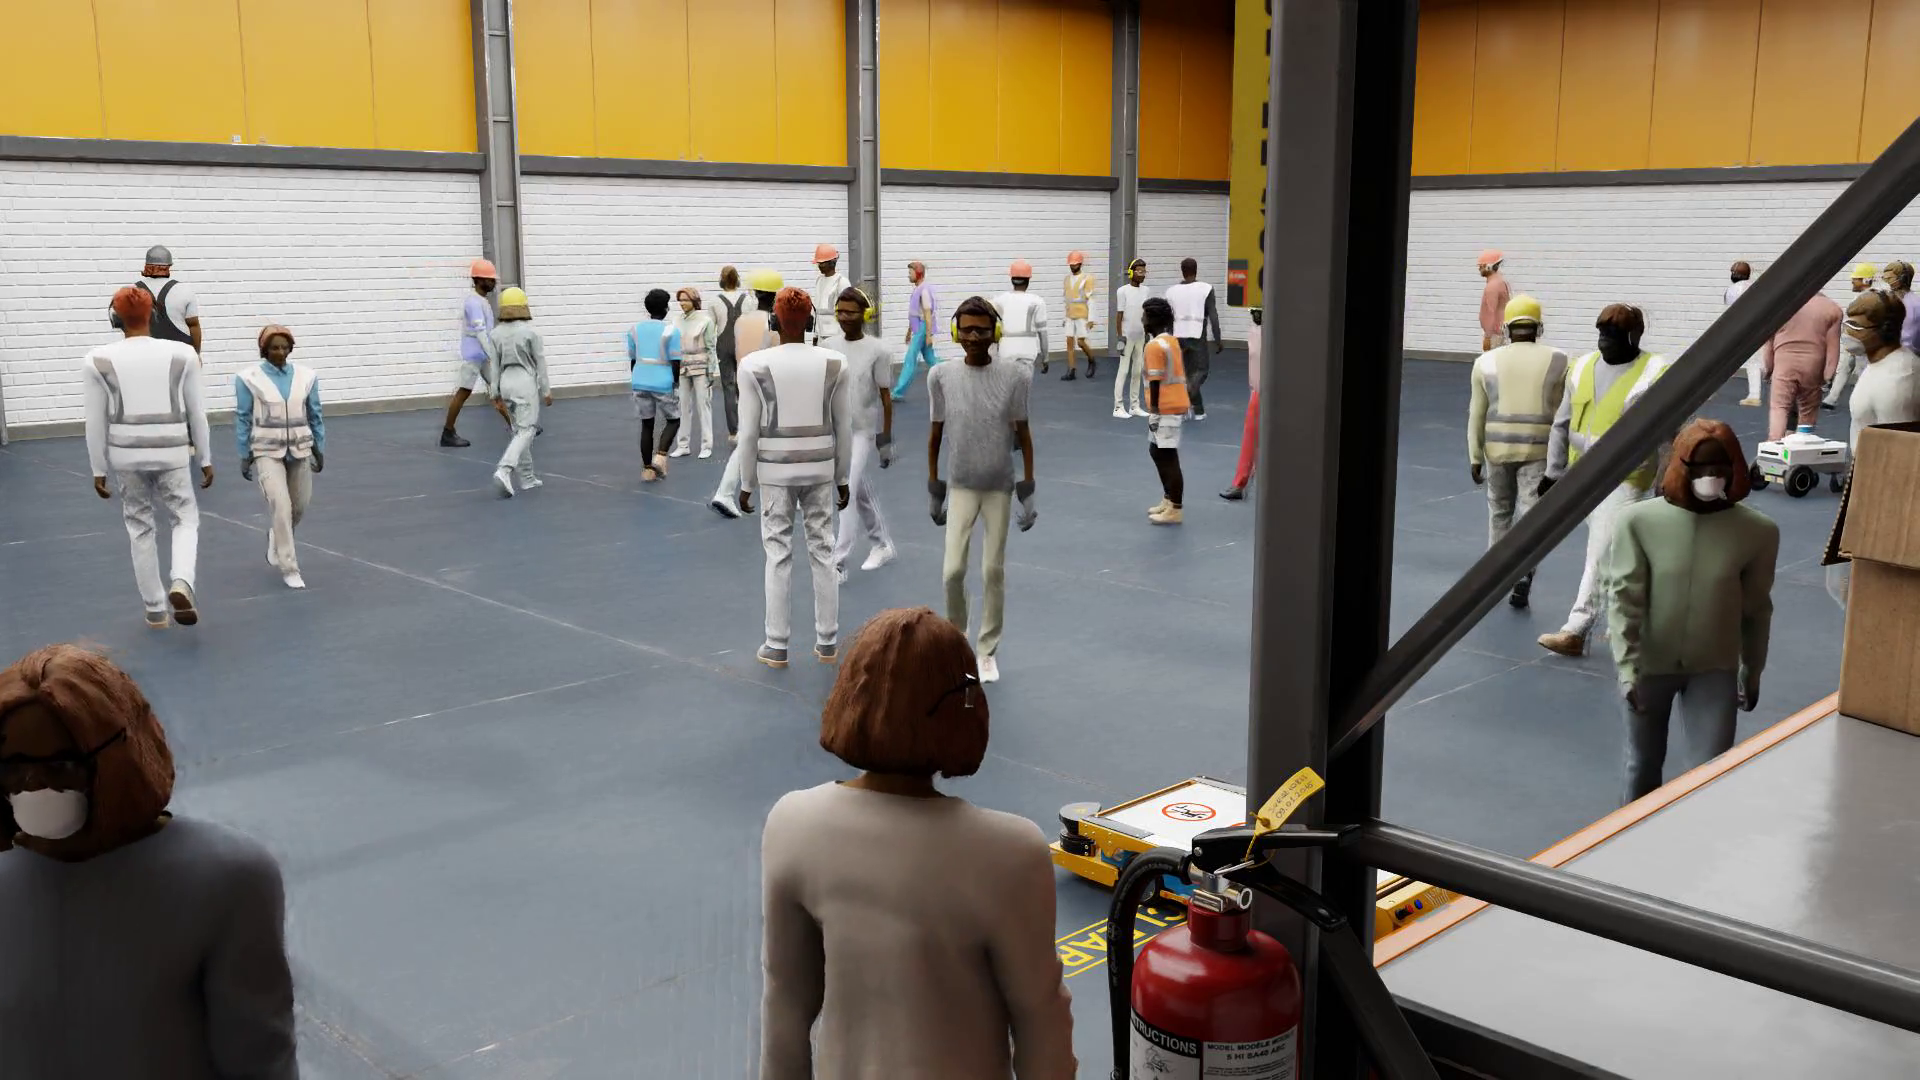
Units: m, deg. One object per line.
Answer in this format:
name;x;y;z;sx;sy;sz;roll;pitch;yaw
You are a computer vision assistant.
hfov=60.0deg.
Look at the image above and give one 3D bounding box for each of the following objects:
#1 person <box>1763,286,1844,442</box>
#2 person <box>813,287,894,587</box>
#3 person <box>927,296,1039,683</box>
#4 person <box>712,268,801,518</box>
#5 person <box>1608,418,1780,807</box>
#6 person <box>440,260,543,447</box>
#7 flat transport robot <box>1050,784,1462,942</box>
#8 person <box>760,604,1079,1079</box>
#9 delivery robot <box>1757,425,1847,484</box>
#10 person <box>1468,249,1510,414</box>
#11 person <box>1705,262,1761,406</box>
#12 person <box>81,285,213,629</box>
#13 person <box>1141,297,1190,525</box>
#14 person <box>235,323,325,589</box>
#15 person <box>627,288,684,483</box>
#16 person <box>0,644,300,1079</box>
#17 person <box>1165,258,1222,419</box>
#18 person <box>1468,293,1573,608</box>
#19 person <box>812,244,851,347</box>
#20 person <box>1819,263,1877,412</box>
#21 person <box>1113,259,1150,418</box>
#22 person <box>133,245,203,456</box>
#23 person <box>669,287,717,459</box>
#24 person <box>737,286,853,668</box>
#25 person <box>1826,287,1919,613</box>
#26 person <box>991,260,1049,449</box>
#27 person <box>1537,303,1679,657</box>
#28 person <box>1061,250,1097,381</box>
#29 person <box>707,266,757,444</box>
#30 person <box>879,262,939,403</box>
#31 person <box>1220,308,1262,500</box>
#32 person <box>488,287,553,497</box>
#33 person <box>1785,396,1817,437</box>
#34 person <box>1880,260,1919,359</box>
person;7.619;-1.556;15.094;0.640;1.876;0.851;6;12;29
person;-0.670;-0.657;10.346;0.538;1.825;0.965;6;12;32
person;0.112;-0.229;7.922;0.533;1.856;0.391;0;10;0
person;-1.516;-1.112;12.626;0.595;1.891;0.930;9;14;40
person;2.258;0.406;5.199;0.494;1.587;0.842;3;11;17
person;-4.804;-1.871;16.788;1.041;1.877;0.558;0;10;-2
flat transport robot;1.022;1.042;5.290;0.652;0.197;1.431;-10;14;-44
person;-0.108;0.893;2.480;0.494;1.599;0.832;7;13;35
delivery robot;6.987;-0.708;13.801;0.707;0.478;0.477;-4;11;-20
person;6.360;-2.456;19.721;0.592;1.968;0.656;4;11;23
person;9.808;-2.613;21.056;0.624;1.791;0.965;-5;11;-24
person;-4.317;-0.418;8.871;0.605;1.872;0.600;-5;12;-27
person;1.512;-0.952;12.330;0.400;1.671;0.539;4;11;23
person;-4.209;-0.538;10.273;0.524;1.611;0.716;-9;14;-42
person;-2.614;-1.318;14.316;0.544;1.683;0.363;3;11;18
person;-1.171;0.914;2.380;0.499;1.611;0.741;-2;11;-9
person;2.641;-2.299;19.124;0.686;1.874;0.746;6;12;31
person;3.247;-0.521;9.647;0.594;1.804;0.822;5;11;24
person;-1.514;-2.388;19.187;0.389;2.034;0.605;-9;14;-40
person;10.675;-2.391;19.846;0.768;1.796;0.617;3;11;18
person;2.038;-2.356;19.500;0.506;1.861;0.330;-8;13;-37
person;-7.674;-1.825;16.097;0.678;2.000;0.537;-2;11;-12
person;-2.565;-1.596;15.938;0.515;1.640;0.315;4;11;22
person;-0.814;-0.304;8.235;0.580;1.883;0.352;-4;11;-19
person;3.992;-0.127;7.196;0.456;1.908;0.656;5;12;26
person;0.609;-1.877;16.833;0.566;1.880;1.008;3;11;15
person;3.335;-0.316;8.566;0.978;1.795;0.620;-6;12;-31
person;1.768;-3.313;24.554;0.567;1.915;0.652;10;14;42
person;-2.373;-1.926;17.288;0.557;1.802;0.910;-3;11;-16
person;-0.526;-2.650;21.278;0.990;1.792;0.590;-2;11;-9
person;2.539;-1.174;13.447;0.917;1.714;0.565;-6;12;-30
person;-3.684;-1.231;13.749;0.489;1.712;0.797;4;11;20
person;8.870;-2.057;17.484;0.379;1.996;0.609;3;11;17
person;7.847;-1.376;13.967;0.369;1.932;0.623;3;11;14
